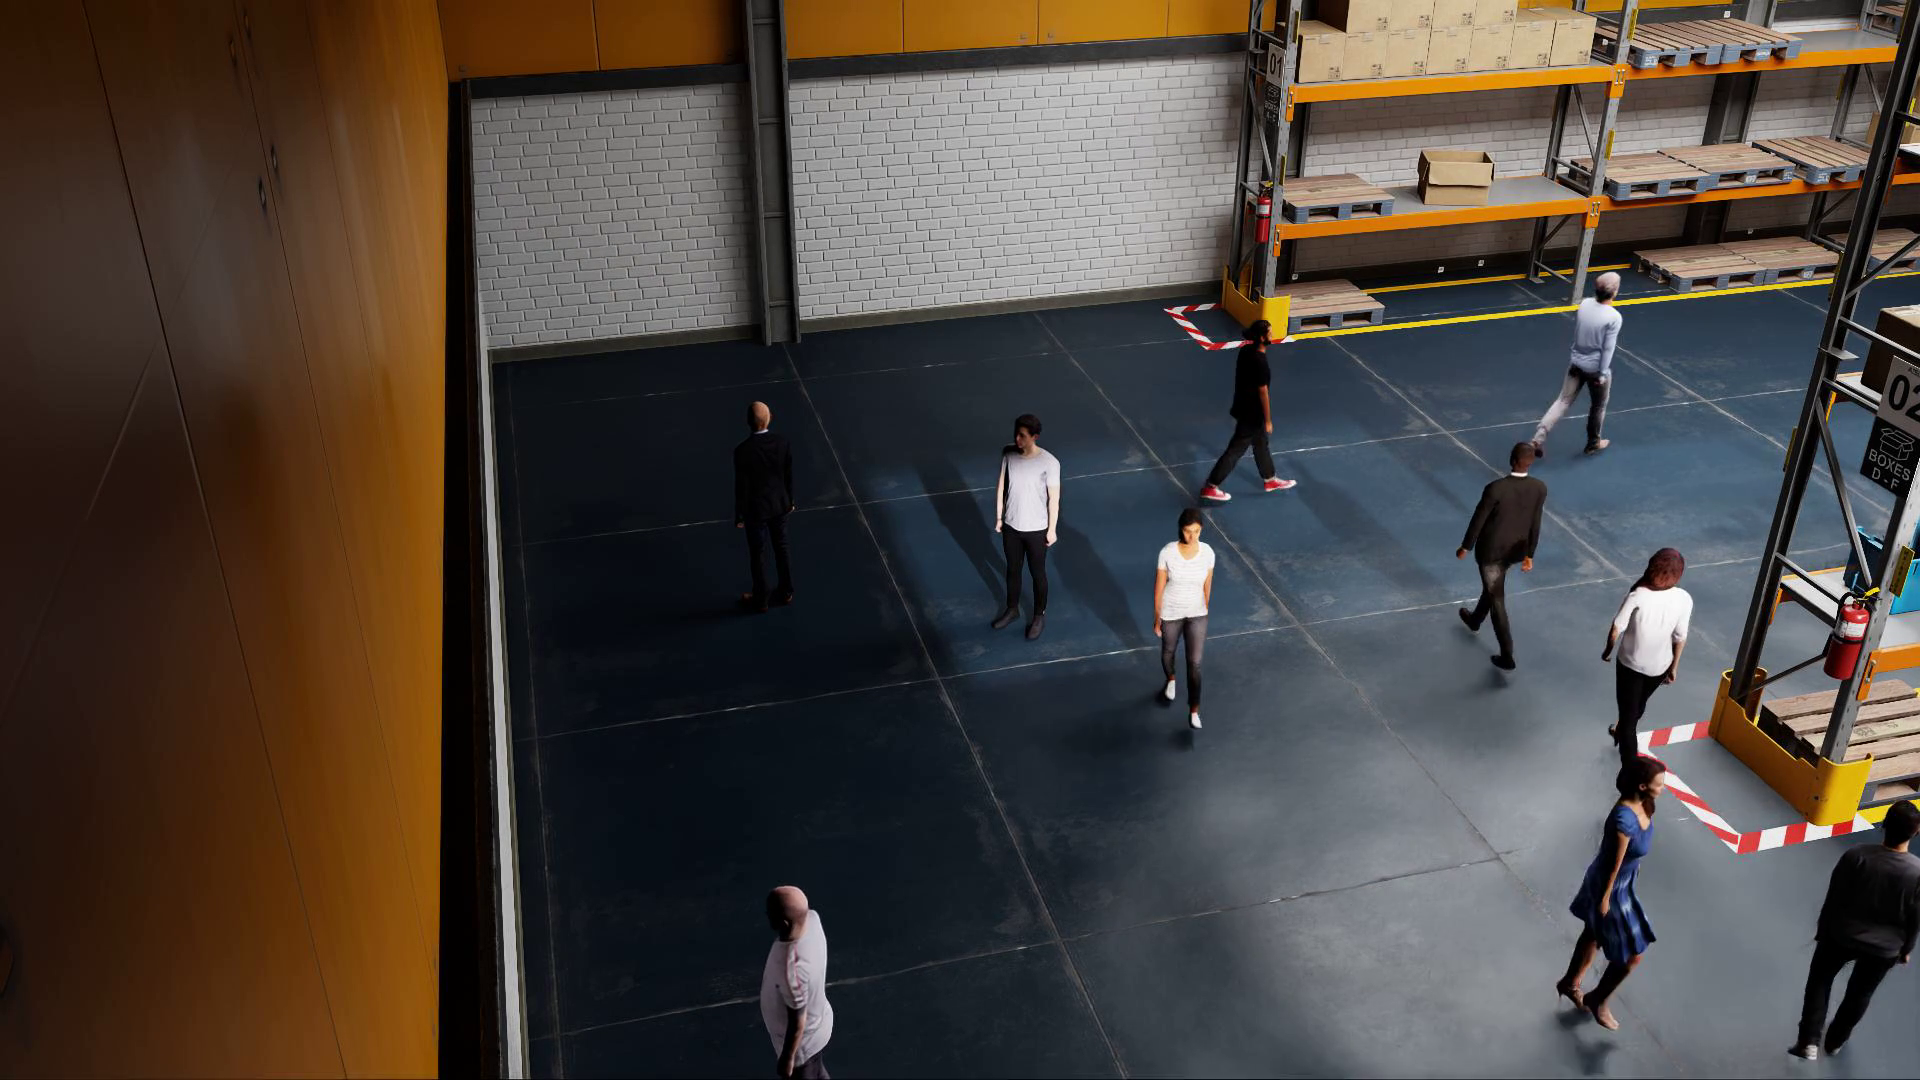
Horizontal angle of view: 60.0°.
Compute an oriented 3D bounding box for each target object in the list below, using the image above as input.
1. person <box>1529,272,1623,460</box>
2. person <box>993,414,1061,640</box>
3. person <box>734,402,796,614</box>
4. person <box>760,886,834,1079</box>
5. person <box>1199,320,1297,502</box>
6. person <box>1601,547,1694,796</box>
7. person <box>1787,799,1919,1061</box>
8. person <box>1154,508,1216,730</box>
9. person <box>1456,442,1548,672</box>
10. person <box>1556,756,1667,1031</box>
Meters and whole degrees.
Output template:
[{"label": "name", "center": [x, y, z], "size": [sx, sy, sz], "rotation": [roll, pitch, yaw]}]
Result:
[{"label": "person", "center": [5.806, -1.579, 15.570], "size": [1.322, 1.857, 0.925], "rotation": [-17, 33, -28]}, {"label": "person", "center": [0.524, -0.124, 12.895], "size": [0.722, 1.863, 0.783], "rotation": [15, 32, 26]}, {"label": "person", "center": [-1.548, -0.267, 13.222], "size": [0.637, 1.801, 0.800], "rotation": [-17, 33, -28]}, {"label": "person", "center": [-0.787, 2.432, 8.240], "size": [0.704, 1.835, 0.733], "rotation": [2, 29, 4]}, {"label": "person", "center": [2.506, -1.112, 14.864], "size": [1.201, 1.712, 0.772], "rotation": [-3, 29, -5]}, {"label": "person", "center": [4.562, 0.923, 11.099], "size": [1.153, 1.745, 0.966], "rotation": [3, 29, 6]}, {"label": "person", "center": [4.804, 2.145, 8.852], "size": [0.902, 1.752, 0.968], "rotation": [16, 33, 27]}, {"label": "person", "center": [1.579, 0.493, 12.025], "size": [0.973, 1.612, 0.828], "rotation": [1, 29, 2]}, {"label": "person", "center": [4.107, 0.150, 12.502], "size": [1.089, 1.759, 0.732], "rotation": [-7, 29, -13]}, {"label": "person", "center": [3.522, 1.936, 9.192], "size": [0.888, 1.793, 0.832], "rotation": [13, 31, 22]}]
